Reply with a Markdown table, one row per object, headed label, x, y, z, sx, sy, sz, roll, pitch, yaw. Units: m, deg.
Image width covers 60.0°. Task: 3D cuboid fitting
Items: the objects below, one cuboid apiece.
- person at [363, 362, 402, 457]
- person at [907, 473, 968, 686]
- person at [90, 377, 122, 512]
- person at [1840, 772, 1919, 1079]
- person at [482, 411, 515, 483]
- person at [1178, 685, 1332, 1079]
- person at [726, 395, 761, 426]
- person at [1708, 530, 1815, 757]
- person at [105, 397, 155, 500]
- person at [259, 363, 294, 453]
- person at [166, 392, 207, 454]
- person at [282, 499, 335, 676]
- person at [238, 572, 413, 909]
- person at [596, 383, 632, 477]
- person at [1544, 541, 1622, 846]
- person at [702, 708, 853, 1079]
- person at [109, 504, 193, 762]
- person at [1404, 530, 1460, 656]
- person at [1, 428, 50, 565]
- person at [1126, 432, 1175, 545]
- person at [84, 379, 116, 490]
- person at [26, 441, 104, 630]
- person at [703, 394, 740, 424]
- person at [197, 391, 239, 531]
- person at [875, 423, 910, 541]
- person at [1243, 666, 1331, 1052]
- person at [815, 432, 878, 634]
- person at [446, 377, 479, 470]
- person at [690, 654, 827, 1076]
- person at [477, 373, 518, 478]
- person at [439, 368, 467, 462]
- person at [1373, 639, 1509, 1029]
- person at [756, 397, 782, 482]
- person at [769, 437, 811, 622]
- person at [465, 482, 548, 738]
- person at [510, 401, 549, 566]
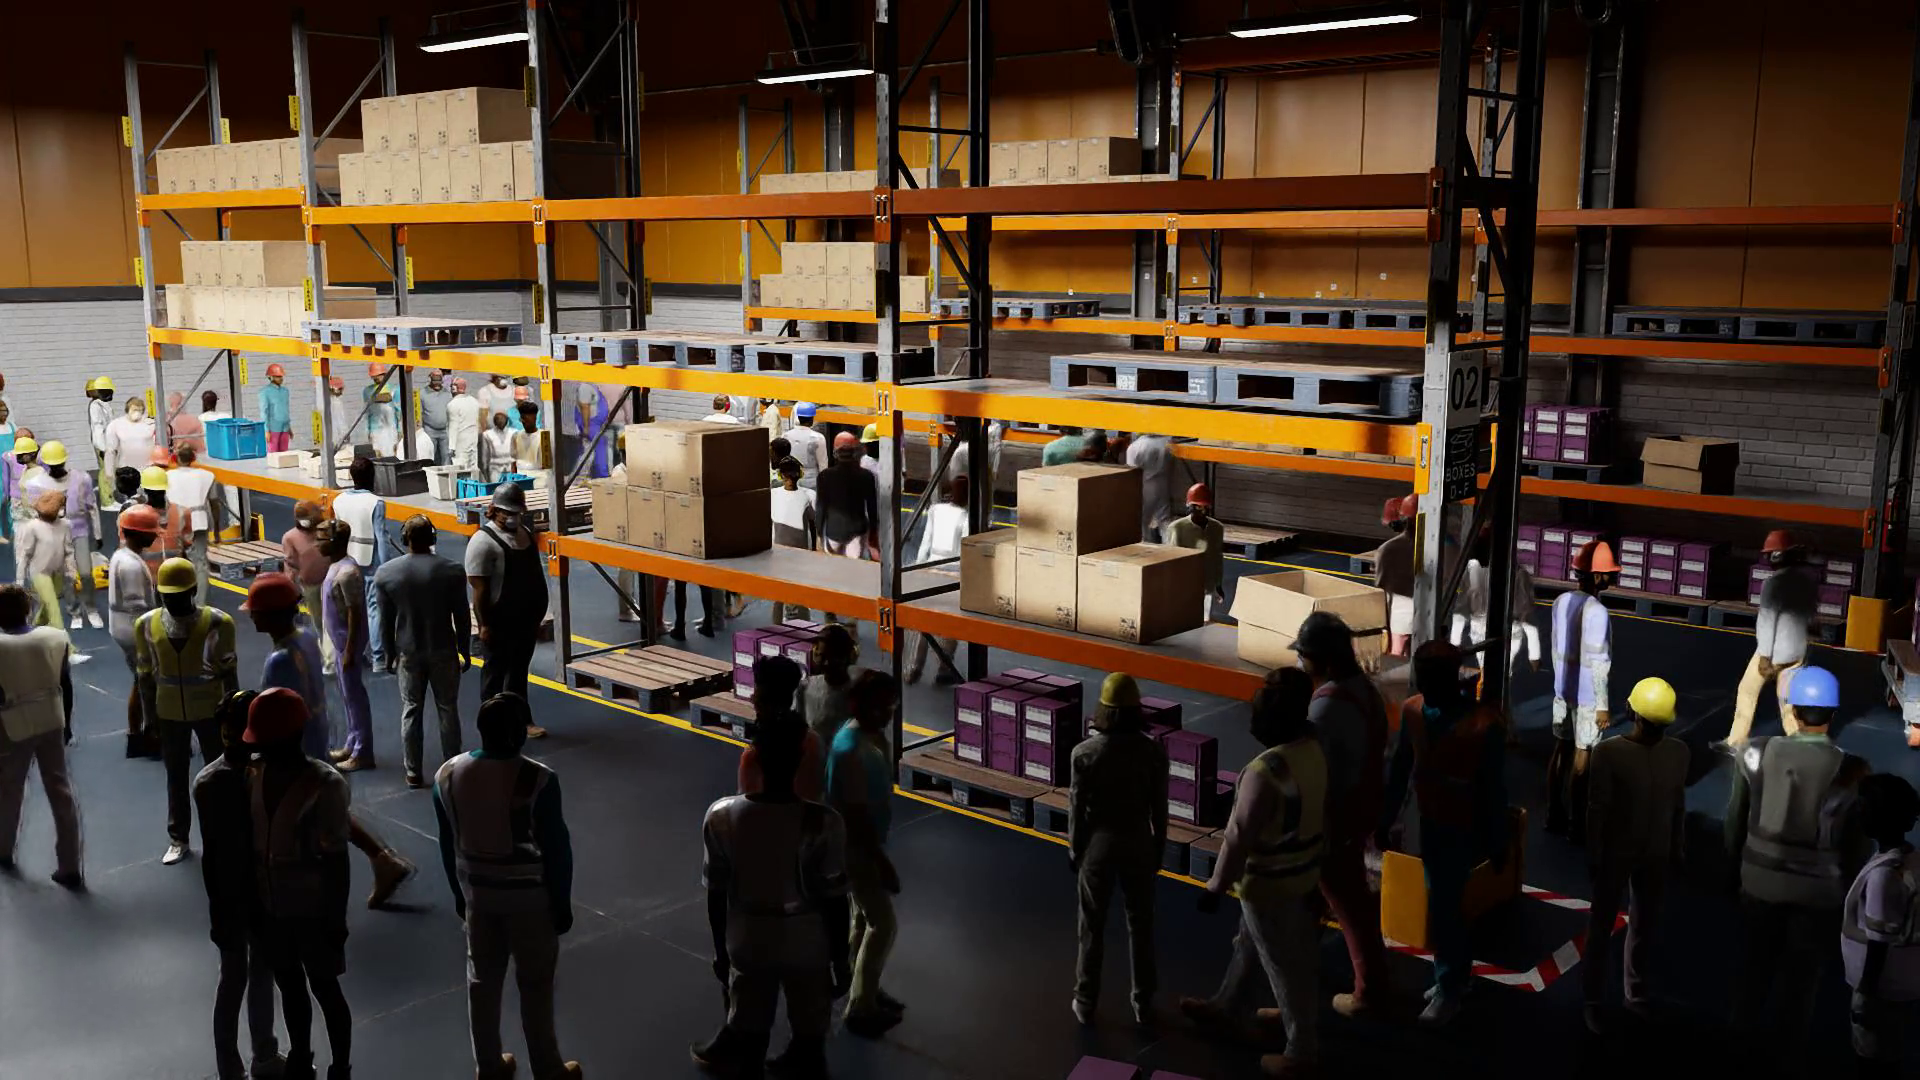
| label | x | y | z | sx | sy | sz | roll | pitch | yaw |
| --- | --- | --- | --- | --- | --- | --- | --- | --- | --- |
| person | -8.834 | -1.722 | 25.483 | 0.605 | 2.031 | 0.420 | 1 | 10 | 4 |
| person | -0.116 | 0.341 | 14.296 | 0.670 | 1.854 | 0.449 | 9 | 13 | 41 |
| person | -12.177 | -1.371 | 23.768 | 0.373 | 1.924 | 0.594 | -2 | 10 | -12 |
| person | 3.713 | 1.769 | 6.702 | 0.321 | 1.688 | 0.539 | 7 | 12 | 35 |
| person | -6.043 | -0.907 | 22.047 | 0.541 | 1.591 | 0.831 | -4 | 11 | -20 |
| person | 1.350 | 1.544 | 7.637 | 0.817 | 1.805 | 0.644 | 7 | 12 | 35 |
| person | -3.273 | -1.601 | 25.032 | 0.610 | 1.938 | 0.411 | -5 | 11 | -28 |
| person | 5.914 | 0.780 | 12.186 | 0.572 | 1.711 | 0.770 | -6 | 12 | -30 |
| person | -10.407 | -0.863 | 21.016 | 0.676 | 1.871 | 0.992 | -6 | 11 | -29 |
| person | -10.444 | -1.709 | 25.483 | 0.395 | 1.994 | 0.613 | 3 | 10 | 16 |
| person | -10.127 | -0.970 | 21.616 | 0.661 | 1.893 | 0.599 | 0 | 10 | 1 |
| person | -5.659 | 0.412 | 14.644 | 0.509 | 1.569 | 0.823 | -3 | 10 | -14 |
| person | -3.613 | 1.154 | 9.273 | 0.929 | 2.014 | 0.612 | -1 | 10 | -4 |
| person | -5.616 | -1.890 | 26.817 | 0.665 | 1.892 | 0.406 | -4 | 11 | -21 |
| person | 3.958 | 0.962 | 10.541 | 0.361 | 1.940 | 0.543 | -2 | 10 | -10 |
| person | -0.719 | 1.631 | 6.679 | 0.609 | 1.965 | 0.364 | 2 | 10 | 11 |
| person | -6.027 | 0.677 | 12.233 | 0.400 | 1.926 | 0.572 | -6 | 12 | -32 |
| person | 3.614 | 0.572 | 13.050 | 0.463 | 1.838 | 0.648 | -2 | 10 | -12 |
| person | -11.083 | -0.517 | 19.776 | 0.519 | 1.633 | 0.311 | -3 | 11 | -18 |
| person | 2.252 | -0.497 | 19.038 | 0.764 | 1.861 | 0.800 | -7 | 12 | -36 |
| person | -13.289 | -1.609 | 25.659 | 0.484 | 1.737 | 0.325 | 8 | 13 | 39 |
| person | -8.743 | -0.033 | 16.283 | 0.609 | 1.892 | 0.615 | -5 | 11 | -28 |
| person | -3.152 | -1.010 | 21.989 | 0.560 | 1.836 | 0.394 | 5 | 11 | 24 |
| person | -9.867 | -1.029 | 22.026 | 0.999 | 1.866 | 0.601 | 8 | 13 | 38 |
| person | -0.872 | -0.909 | 21.174 | 0.391 | 1.923 | 0.553 | 8 | 13 | 38 |
| person | 1.563 | 1.491 | 7.839 | 0.340 | 1.840 | 0.504 | 4 | 11 | 23 |
| person | -1.141 | -0.100 | 16.514 | 0.661 | 1.941 | 0.995 | -2 | 10 | -14 |
| person | -7.164 | -1.383 | 23.893 | 0.399 | 1.908 | 0.643 | 3 | 11 | 18 |
| person | -0.924 | 1.487 | 7.615 | 0.760 | 1.925 | 0.653 | 5 | 11 | 26 |
| person | -6.887 | -1.666 | 25.112 | 0.692 | 2.000 | 0.845 | -6 | 12 | -31 |
| person | -8.440 | -2.042 | 27.523 | 0.601 | 1.940 | 0.395 | -8 | 13 | -37 |
| person | 2.354 | 1.415 | 8.147 | 0.709 | 1.879 | 0.613 | -6 | 12 | -29 |
| person | -2.805 | -1.401 | 24.470 | 0.353 | 1.739 | 0.574 | -3 | 10 | -15 |
| person | -1.690 | -0.062 | 16.429 | 0.405 | 1.908 | 0.589 | 3 | 10 | 16 |
| person | -3.365 | 0.555 | 12.553 | 0.536 | 2.000 | 0.683 | 4 | 11 | 20 |
| person | -5.044 | -0.666 | 19.667 | 0.614 | 1.963 | 0.362 | 3 | 10 | 16 |
